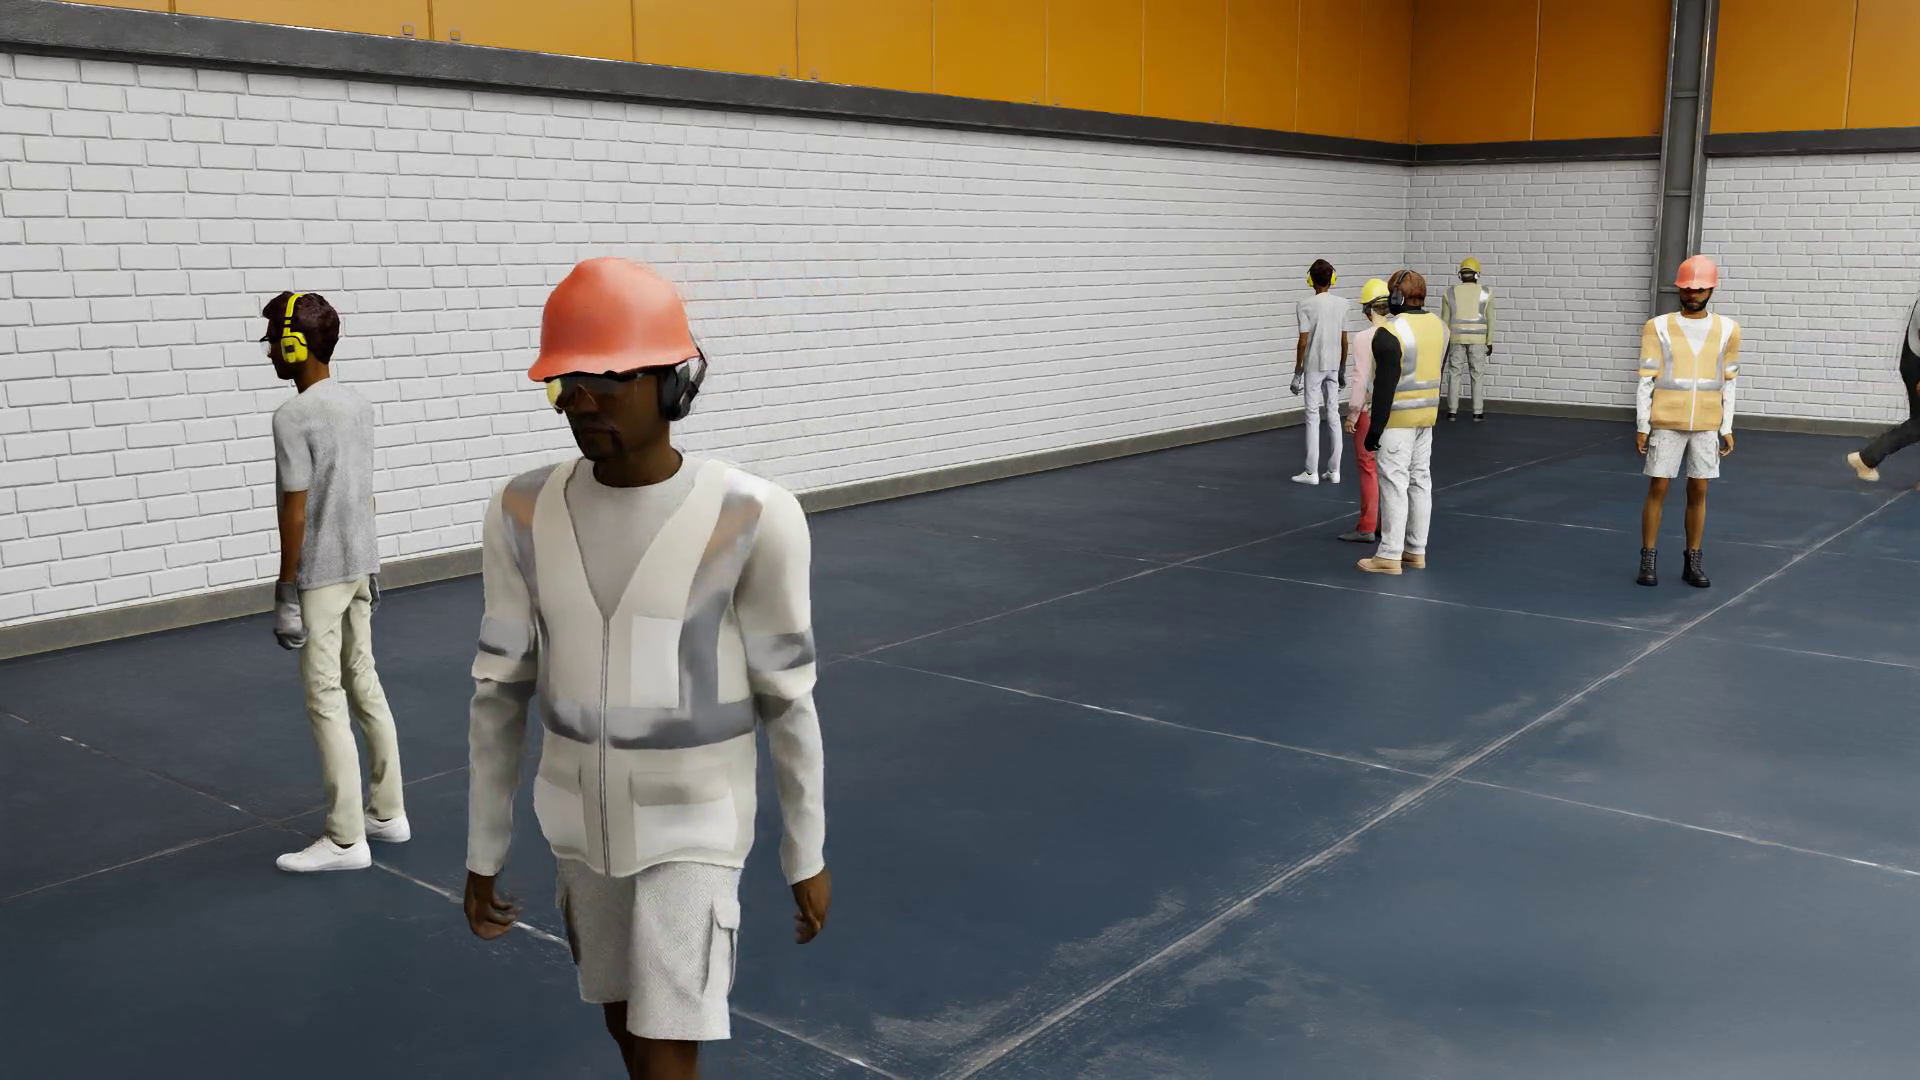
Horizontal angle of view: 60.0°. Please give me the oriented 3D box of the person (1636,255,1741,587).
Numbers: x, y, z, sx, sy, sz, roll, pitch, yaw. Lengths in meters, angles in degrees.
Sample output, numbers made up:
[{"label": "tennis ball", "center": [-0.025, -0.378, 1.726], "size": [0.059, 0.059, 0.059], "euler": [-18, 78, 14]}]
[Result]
[{"label": "person", "center": [4.238, -0.683, 9.704], "size": [0.552, 1.934, 0.356], "euler": [2, 10, 10]}]

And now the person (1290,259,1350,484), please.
[{"label": "person", "center": [2.984, -1.391, 13.831], "size": [0.517, 1.865, 0.334], "euler": [-4, 11, -19]}]

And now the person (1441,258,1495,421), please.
[{"label": "person", "center": [5.675, -2.234, 18.614], "size": [0.588, 1.822, 0.403], "euler": [4, 11, 19]}]

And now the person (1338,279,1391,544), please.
[{"label": "person", "center": [2.775, -0.859, 11.155], "size": [0.532, 1.767, 0.306], "euler": [-8, 13, -39]}]

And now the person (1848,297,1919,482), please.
[{"label": "person", "center": [7.657, -1.376, 13.255], "size": [0.791, 2.000, 0.722], "euler": [7, 12, 34]}]

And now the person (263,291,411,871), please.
[{"label": "person", "center": [-2.038, 0.137, 5.389], "size": [0.312, 1.857, 0.510], "euler": [2, 10, 10]}]

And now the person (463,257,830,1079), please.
[{"label": "person", "center": [-0.583, 0.515, 2.924], "size": [0.631, 1.995, 0.956], "euler": [3, 11, 16]}]

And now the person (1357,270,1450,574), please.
[{"label": "person", "center": [2.681, -0.713, 10.134], "size": [0.621, 1.845, 0.429], "euler": [-9, 13, -40]}]
